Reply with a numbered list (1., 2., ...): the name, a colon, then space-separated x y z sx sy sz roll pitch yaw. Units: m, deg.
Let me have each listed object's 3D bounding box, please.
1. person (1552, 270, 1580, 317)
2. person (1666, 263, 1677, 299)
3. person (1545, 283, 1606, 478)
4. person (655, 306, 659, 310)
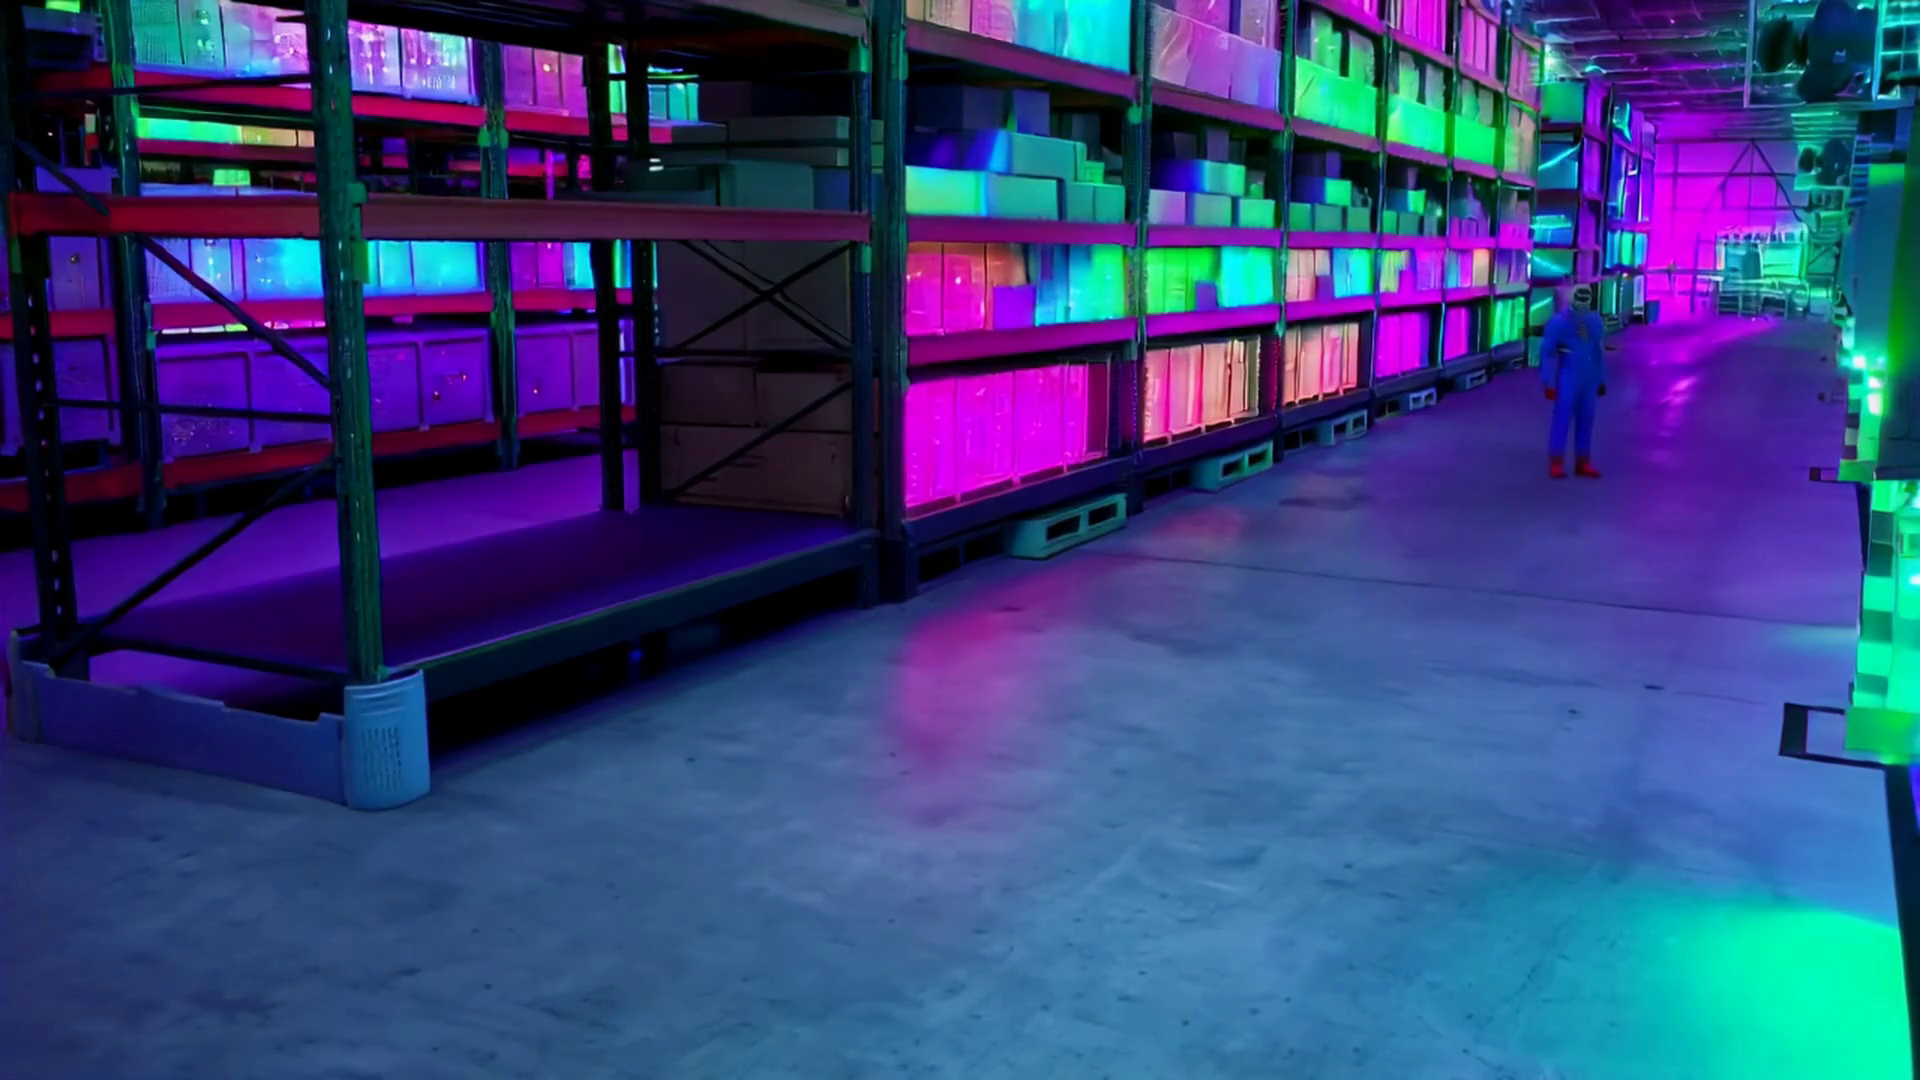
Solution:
1. person: 11.313 -4.080 30.939 0.642 1.863 0.993 1 10 6
2. person: 33.913 -12.330 79.191 0.539 1.686 0.319 -7 12 -34
3. person: 5.974 -1.540 16.128 0.658 1.893 0.400 -3 10 -18
4. person: -4.818 -3.312 26.290 0.568 1.927 0.528 -2 10 -10
